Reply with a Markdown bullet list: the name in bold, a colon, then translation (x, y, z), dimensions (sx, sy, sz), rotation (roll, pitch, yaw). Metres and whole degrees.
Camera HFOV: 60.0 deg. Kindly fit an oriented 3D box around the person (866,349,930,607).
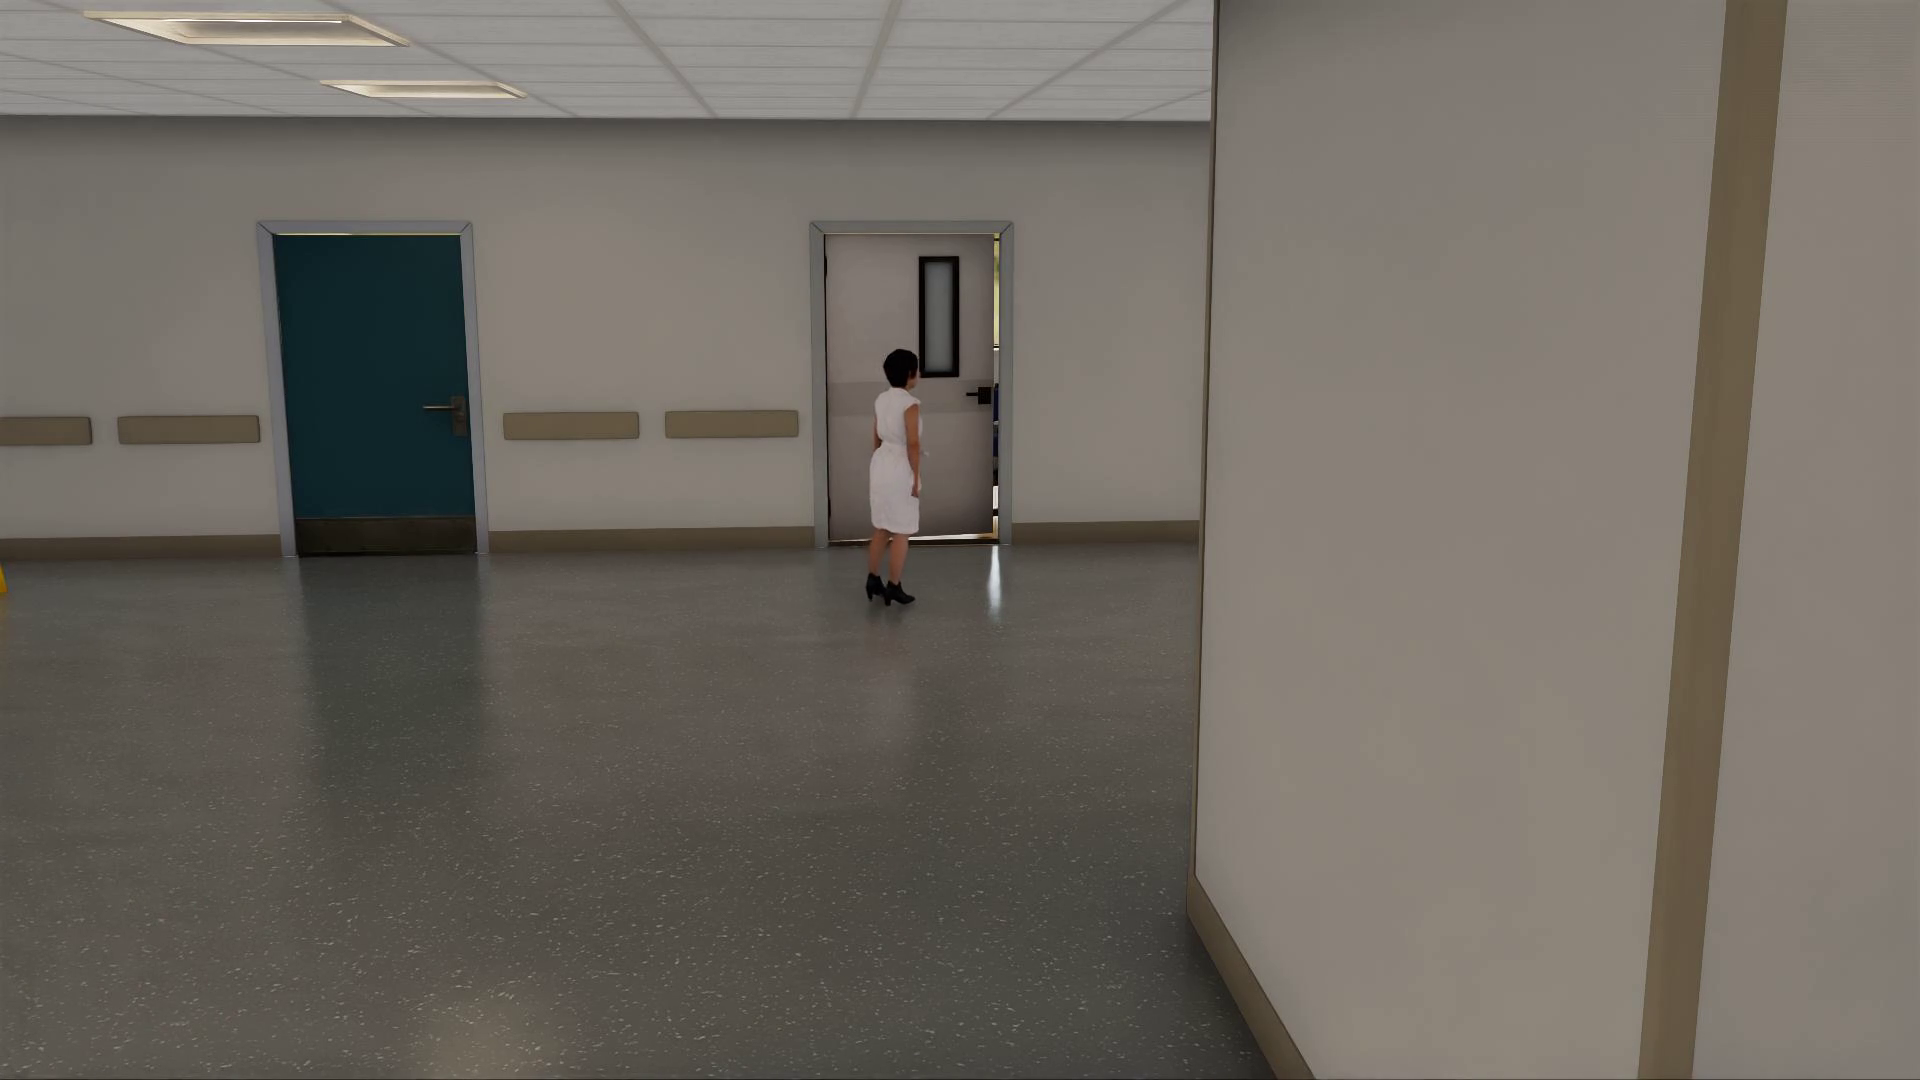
- **person**: translation (-0.408, -0.373, 10.058), dimensions (0.706, 1.542, 0.664), rotation (-10, 15, -43)
